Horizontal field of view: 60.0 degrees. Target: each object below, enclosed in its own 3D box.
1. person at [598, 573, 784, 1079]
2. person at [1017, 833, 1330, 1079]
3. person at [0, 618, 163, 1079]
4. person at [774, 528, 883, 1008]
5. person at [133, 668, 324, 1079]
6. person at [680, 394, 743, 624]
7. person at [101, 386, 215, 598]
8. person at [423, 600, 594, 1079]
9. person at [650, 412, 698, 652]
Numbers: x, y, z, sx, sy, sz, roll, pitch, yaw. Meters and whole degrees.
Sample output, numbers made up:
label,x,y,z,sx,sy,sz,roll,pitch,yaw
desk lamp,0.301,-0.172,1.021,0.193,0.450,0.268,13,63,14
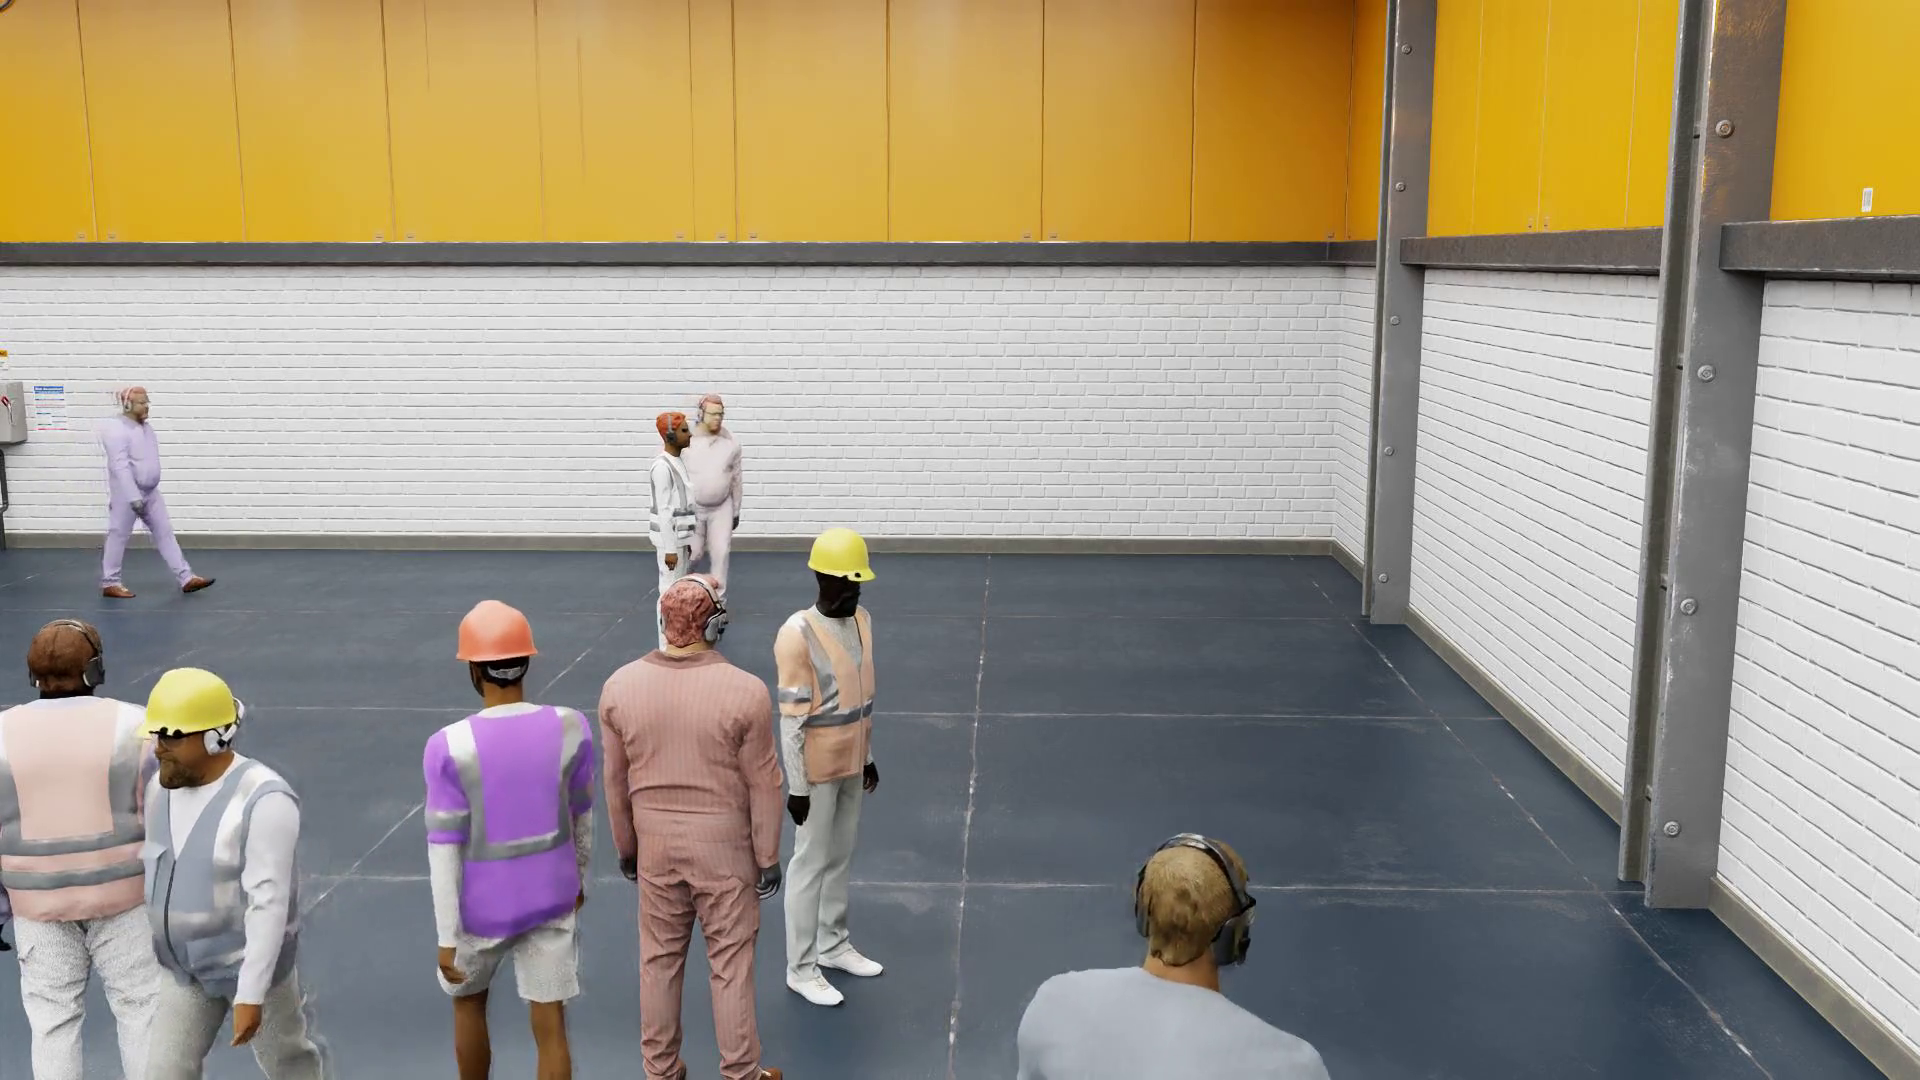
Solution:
label,x,y,z,sx,sy,sz,roll,pitch,yaw
person,-0.911,1.061,5.823,0.641,1.908,0.407,2,10,13
person,0.466,1.491,3.304,0.657,1.902,0.868,7,12,35
person,-2.843,1.163,5.421,0.634,1.839,0.429,-3,10,-18
person,-0.503,0.897,6.730,0.384,1.922,0.594,5,11,27
person,-2.251,1.272,4.924,0.598,1.787,0.914,4,11,23
person,-2.102,-0.273,13.706,0.650,1.879,0.688,-4,11,-23
person,-7.111,-0.403,14.517,0.989,1.856,0.643,1,10,7
person,-1.467,1.130,5.381,0.561,1.910,0.724,-6,11,-30
person,-2.054,0.014,12.015,0.354,1.884,0.576,0,10,0
